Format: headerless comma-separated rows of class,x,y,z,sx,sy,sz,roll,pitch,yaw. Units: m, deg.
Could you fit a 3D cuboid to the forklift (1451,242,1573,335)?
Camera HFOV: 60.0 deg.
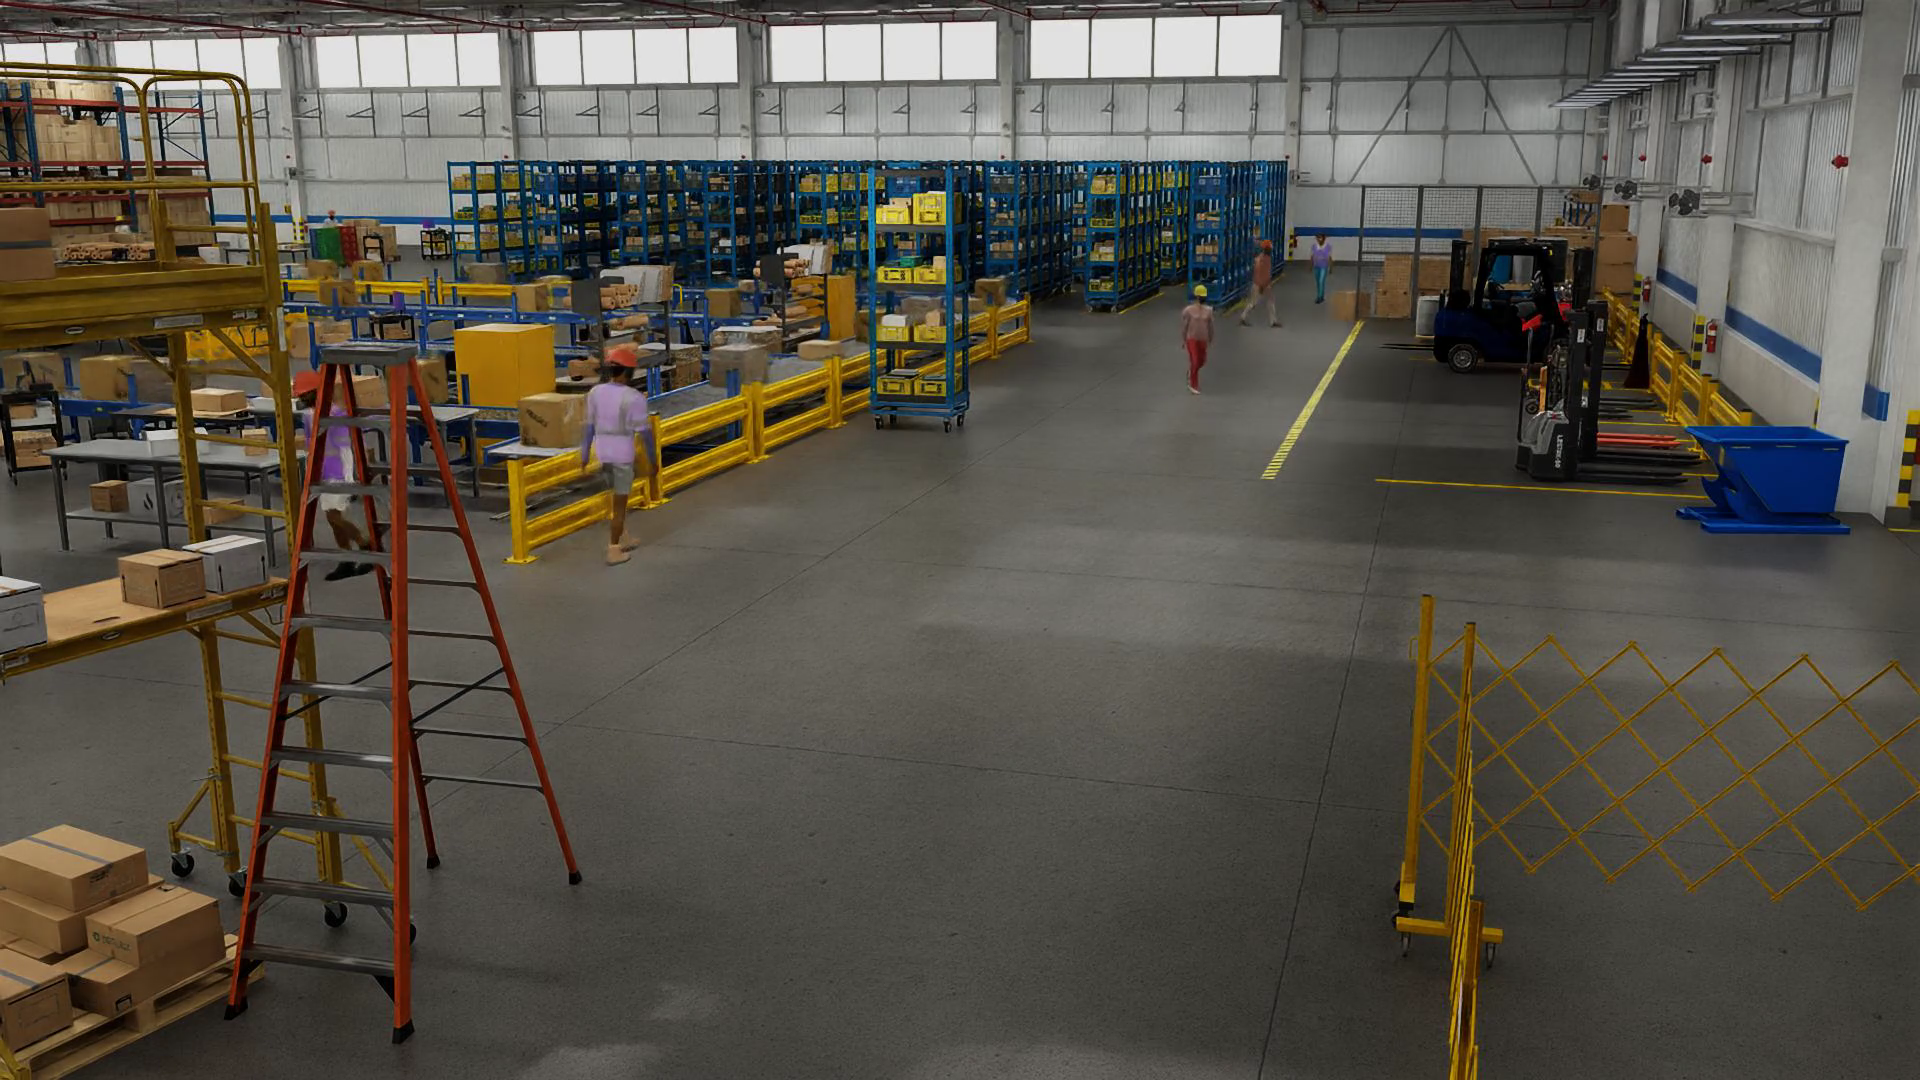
forklift,10.464,-4.597,31.405,2.680,1.987,1.157,4,14,16

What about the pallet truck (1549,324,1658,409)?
pallet truck,9.824,-2.669,25.407,1.601,1.201,0.680,4,14,16

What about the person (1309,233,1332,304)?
person,9.342,-7.038,43.076,0.563,1.796,0.995,8,15,30

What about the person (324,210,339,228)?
person,-23.762,-11.614,62.937,0.473,1.738,0.567,12,18,42

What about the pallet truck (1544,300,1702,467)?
pallet truck,8.263,-1.952,20.631,1.885,1.965,0.823,5,14,20

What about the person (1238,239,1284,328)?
person,6.675,-5.691,36.910,1.018,1.952,0.641,9,16,35

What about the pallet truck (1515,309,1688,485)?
pallet truck,7.554,-1.677,19.446,1.885,1.965,0.823,3,13,14

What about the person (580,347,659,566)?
person,-3.172,-0.801,15.645,0.687,2.004,0.864,6,14,23

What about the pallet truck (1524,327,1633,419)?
pallet truck,9.065,-2.460,24.370,1.522,1.261,0.704,3,13,14

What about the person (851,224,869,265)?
person,-2.995,-8.564,49.568,0.589,1.826,0.403,-4,14,-17

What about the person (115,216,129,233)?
person,-28.612,-10.183,56.803,0.545,1.716,0.928,4,14,16

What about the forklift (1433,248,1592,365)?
forklift,9.780,-4.111,29.280,2.680,1.987,1.157,3,13,14

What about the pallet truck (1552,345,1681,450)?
pallet truck,8.641,-1.896,21.908,1.630,1.274,0.653,4,14,16

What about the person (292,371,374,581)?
person,-5.659,-0.577,14.917,0.588,1.902,0.508,10,17,38

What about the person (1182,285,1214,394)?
person,3.794,-3.243,26.767,0.534,1.751,0.628,-4,13,-15
